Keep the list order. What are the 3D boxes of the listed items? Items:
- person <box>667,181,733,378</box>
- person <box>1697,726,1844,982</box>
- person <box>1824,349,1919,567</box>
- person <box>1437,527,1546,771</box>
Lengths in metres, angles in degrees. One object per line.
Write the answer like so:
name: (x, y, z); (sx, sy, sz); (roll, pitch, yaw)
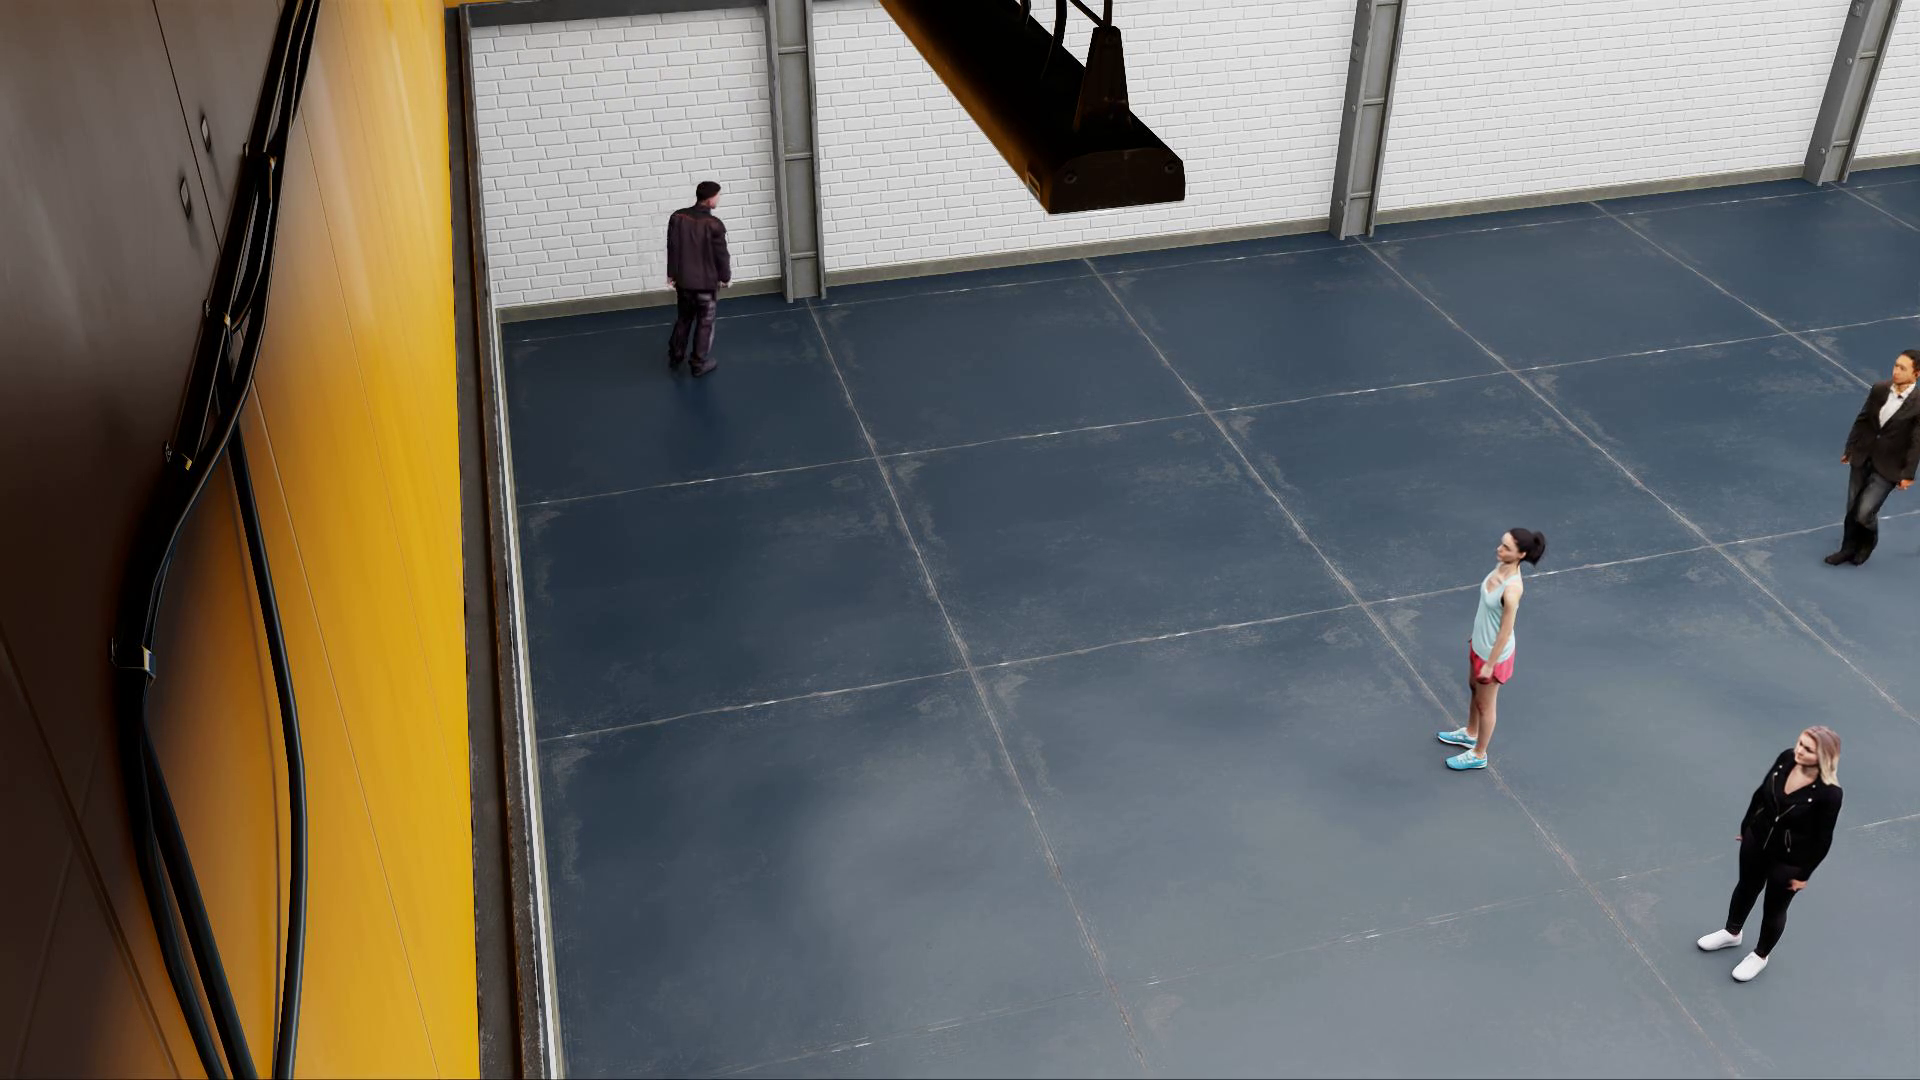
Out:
person: (-2.377, -2.314, 14.849); (0.836, 1.805, 0.959); (4, 34, 6)
person: (4.421, 1.669, 8.964); (0.578, 1.686, 0.647); (-14, 36, -20)
person: (6.844, -0.590, 12.269); (0.709, 1.790, 0.752); (-14, 36, -20)
person: (3.313, 0.673, 10.391); (0.687, 1.765, 0.663); (3, 34, 4)
